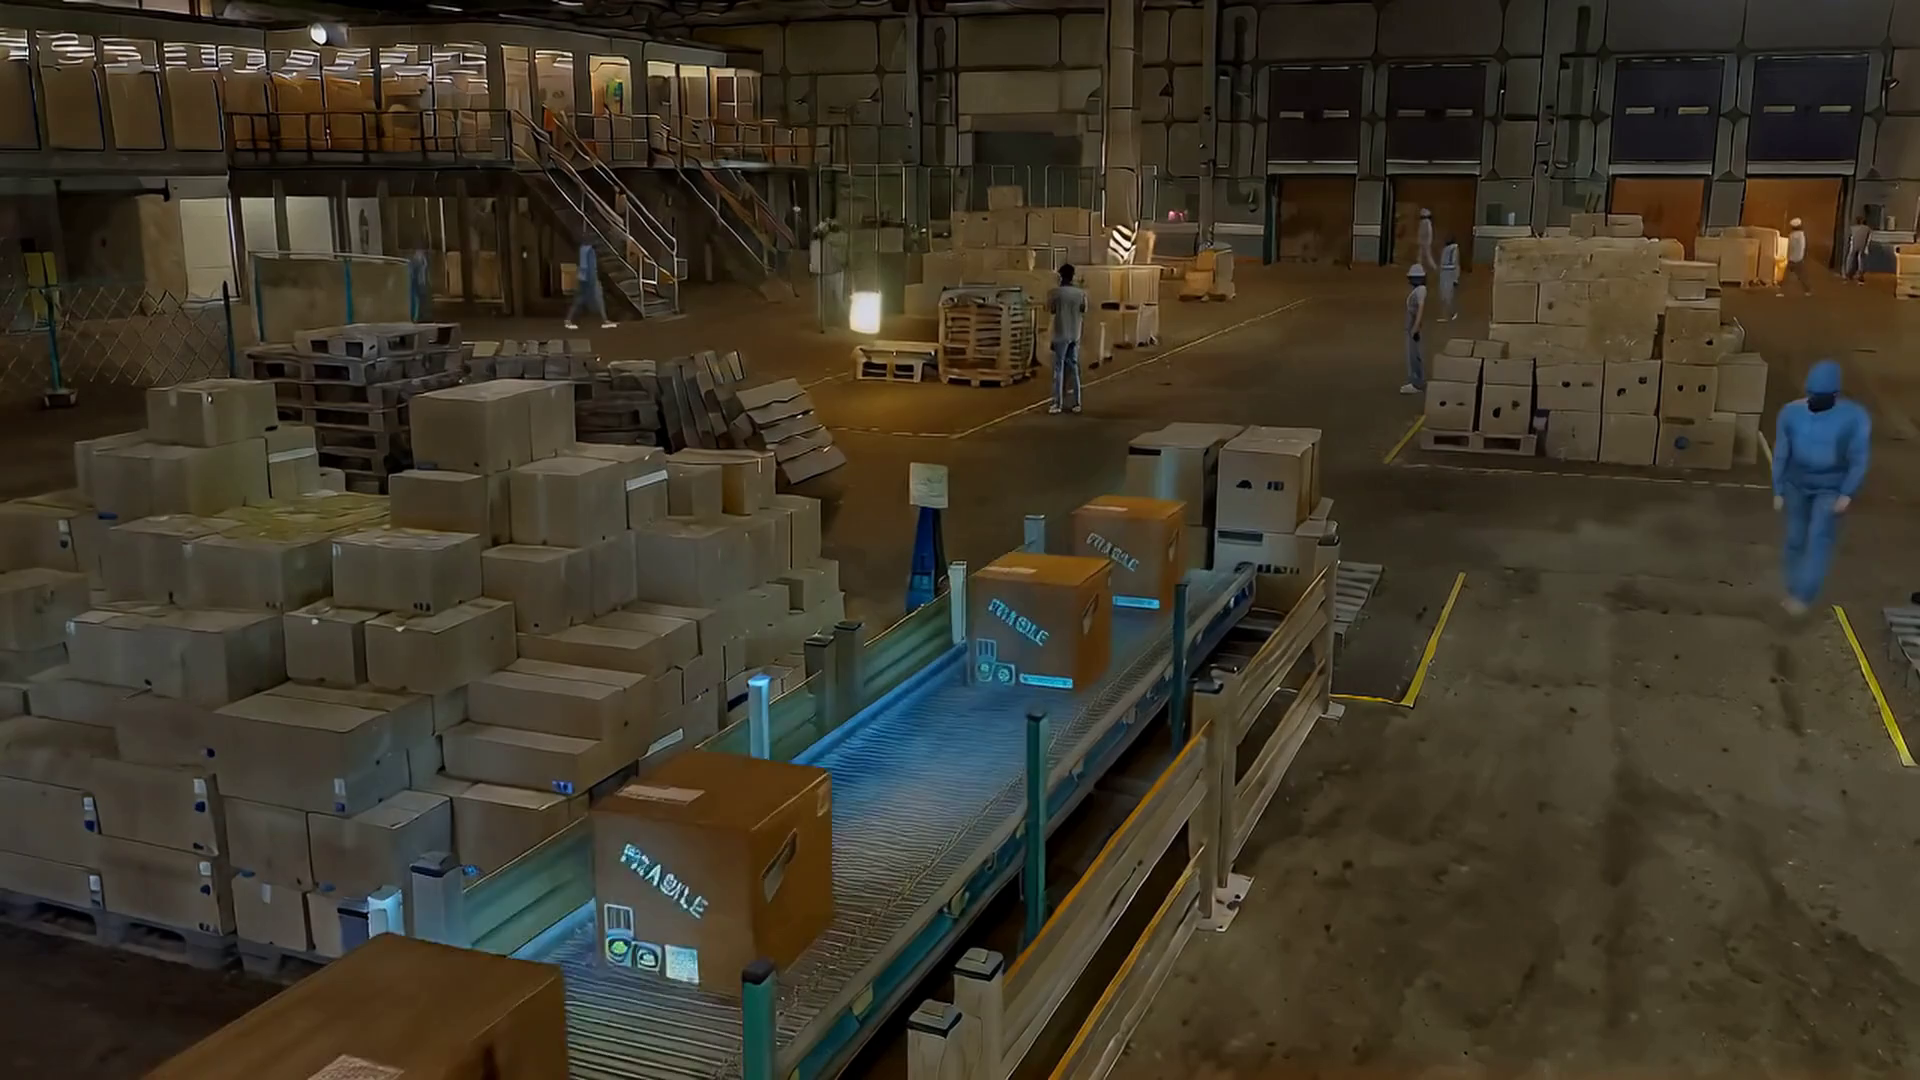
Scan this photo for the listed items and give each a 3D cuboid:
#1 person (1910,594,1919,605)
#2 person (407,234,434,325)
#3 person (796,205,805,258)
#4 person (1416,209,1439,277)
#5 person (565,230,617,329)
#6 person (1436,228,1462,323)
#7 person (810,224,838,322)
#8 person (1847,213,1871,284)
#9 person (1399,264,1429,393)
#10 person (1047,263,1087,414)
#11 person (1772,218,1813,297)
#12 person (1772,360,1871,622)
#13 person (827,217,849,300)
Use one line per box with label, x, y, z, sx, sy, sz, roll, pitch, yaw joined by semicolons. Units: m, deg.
person;6.896;-0.458;11.400;0.454;1.924;0.574;8;15;33
person;-10.008;-4.748;30.865;0.454;1.827;0.533;-5;14;-23
person;-5.546;-10.564;56.973;0.438;1.830;0.628;2;13;8
person;12.992;-8.236;46.307;0.697;1.926;0.610;11;17;40
person;-7.126;-4.970;31.757;0.976;1.880;0.605;-8;15;-33
person;9.630;-5.216;32.870;0.422;1.864;0.606;-4;13;-16
person;-2.700;-5.348;33.301;0.617;1.953;1.019;3;13;15
person;23.814;-7.710;44.073;0.520;1.865;0.328;7;14;29
person;6.187;-2.872;22.644;0.295;1.744;0.490;2;13;7
person;1.332;-2.509;20.724;0.512;1.873;0.328;-3;13;-14
person;19.986;-6.745;39.706;0.961;1.890;0.595;-3;13;-12
person;5.760;-0.331;11.218;0.845;1.765;0.606;-11;17;-42
person;-2.848;-6.616;39.041;0.567;1.918;0.679;1;13;4
